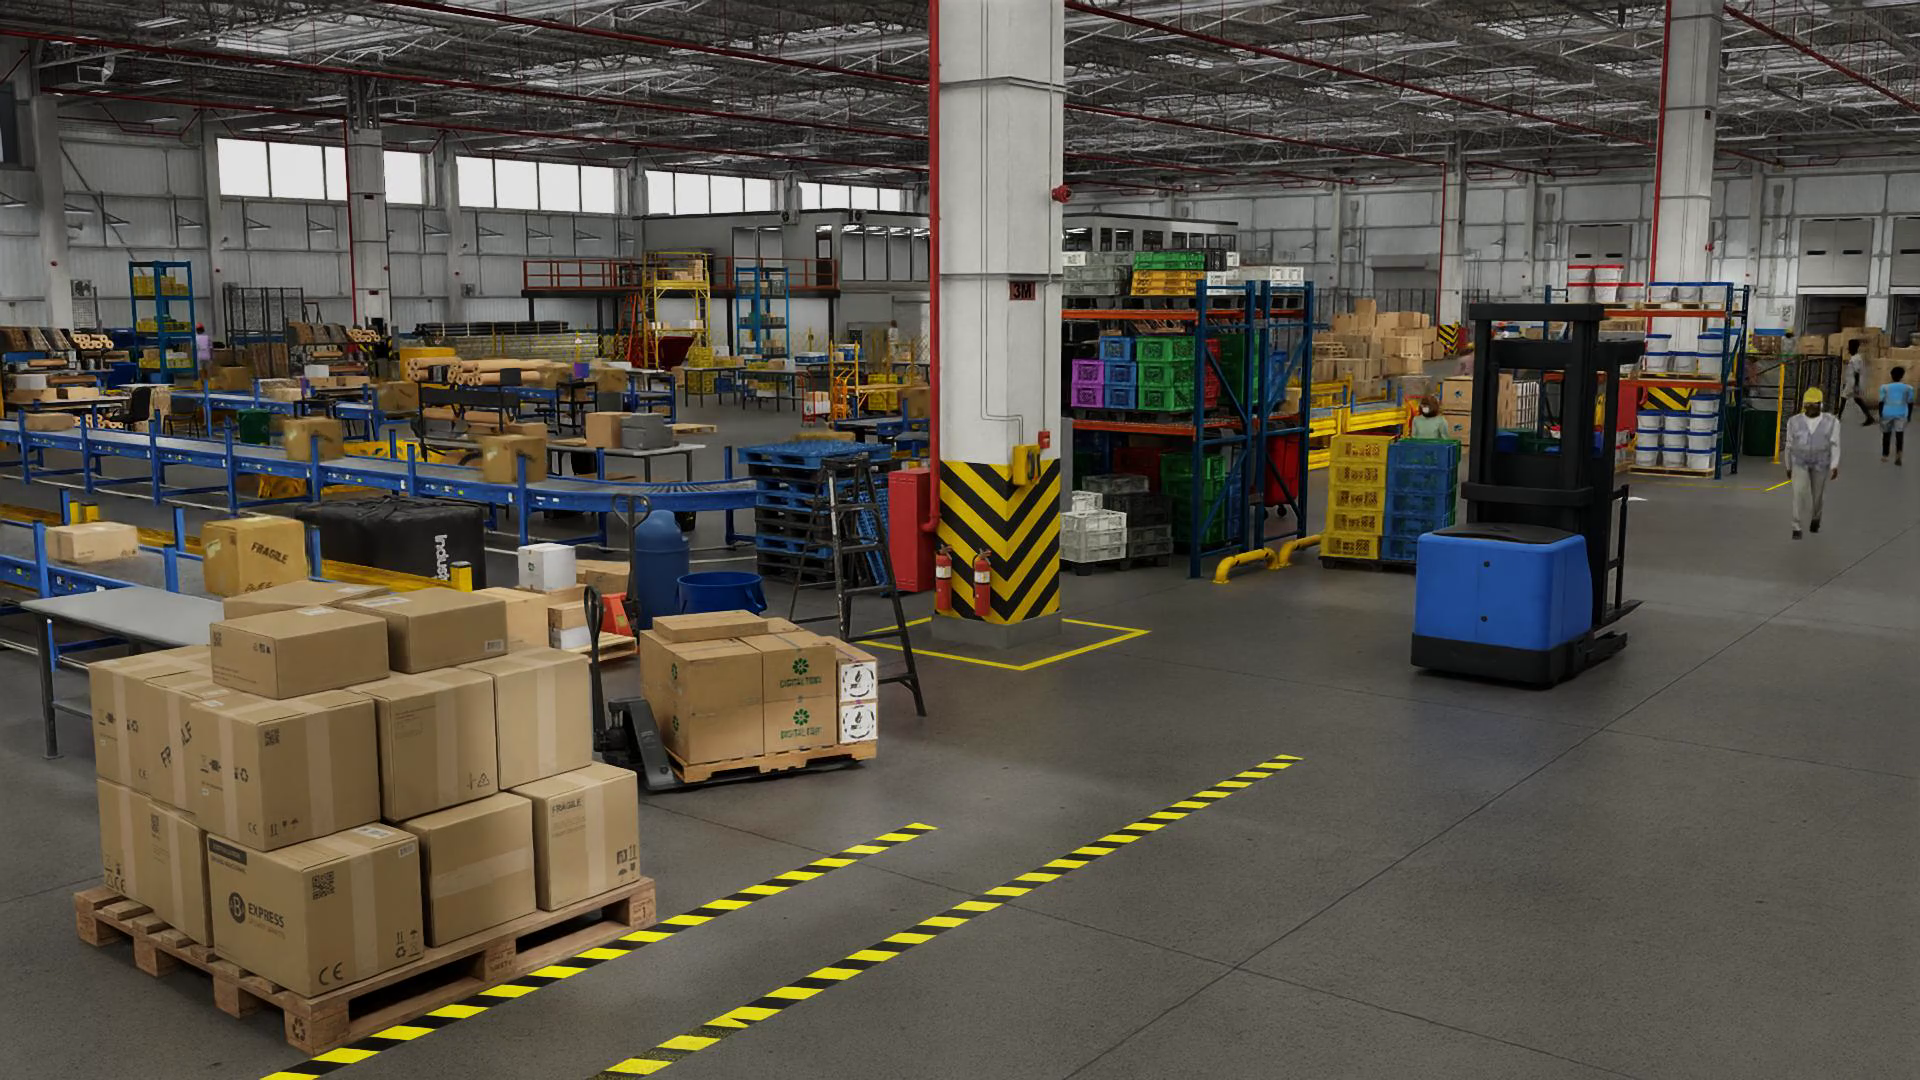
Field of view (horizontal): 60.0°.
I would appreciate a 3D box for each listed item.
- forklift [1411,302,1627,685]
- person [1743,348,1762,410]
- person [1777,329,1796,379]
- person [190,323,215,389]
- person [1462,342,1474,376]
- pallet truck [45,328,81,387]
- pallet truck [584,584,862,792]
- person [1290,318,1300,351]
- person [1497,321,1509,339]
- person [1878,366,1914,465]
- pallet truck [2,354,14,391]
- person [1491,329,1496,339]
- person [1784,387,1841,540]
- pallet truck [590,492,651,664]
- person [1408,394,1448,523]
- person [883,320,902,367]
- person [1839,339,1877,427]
[{"bbox_3d":[4.379,-0.438,12.852,1.129,2.768,1.873,7,11,37],"label":"forklift"},{"bbox_3d":[16.909,-3.242,35.608,0.531,1.729,0.859,-4,9,-27],"label":"person"},{"bbox_3d":[27.911,-6.270,56.111,0.508,1.689,0.889,8,12,43],"label":"person"},{"bbox_3d":[-22.279,-5.361,48.891,0.633,2.025,0.468,-7,11,-38],"label":"person"},{"bbox_3d":[12.101,-3.803,39.294,0.407,1.749,0.553,-8,12,-43],"label":"person"},{"bbox_3d":[-23.775,-4.544,43.495,1.885,1.965,0.823,6,10,35],"label":"pallet truck"},{"bbox_3d":[-1.426,0.805,10.019,1.601,1.201,0.680,-4,9,-26],"label":"pallet truck"},{"bbox_3d":[16.886,-10.491,83.843,0.421,1.916,0.606,7,11,40],"label":"person"},{"bbox_3d":[18.930,-6.675,58.108,0.410,1.926,0.564,-1,8,-6],"label":"person"},{"bbox_3d":[15.863,-2.112,28.199,0.541,1.677,0.769,4,9,24],"label":"person"},{"bbox_3d":[-24.881,-4.417,42.634,1.885,1.965,0.823,8,11,41],"label":"pallet truck"},{"bbox_3d":[13.775,-4.534,43.514,0.434,1.981,0.630,2,9,10],"label":"person"},{"bbox_3d":[10.117,-0.926,19.763,0.591,1.803,0.822,4,9,27],"label":"person"},{"bbox_3d":[-3.115,0.344,12.883,0.653,1.274,1.630,7,11,37],"label":"pallet truck"},{"bbox_3d":[5.896,-1.022,20.976,0.507,1.631,0.268,8,12,44],"label":"person"},{"bbox_3d":[-2.669,-7.672,65.057,0.802,1.857,0.603,-5,10,-30],"label":"person"},{"bbox_3d":[19.431,-3.406,36.101,1.008,1.921,0.607,5,10,31],"label":"person"}]
